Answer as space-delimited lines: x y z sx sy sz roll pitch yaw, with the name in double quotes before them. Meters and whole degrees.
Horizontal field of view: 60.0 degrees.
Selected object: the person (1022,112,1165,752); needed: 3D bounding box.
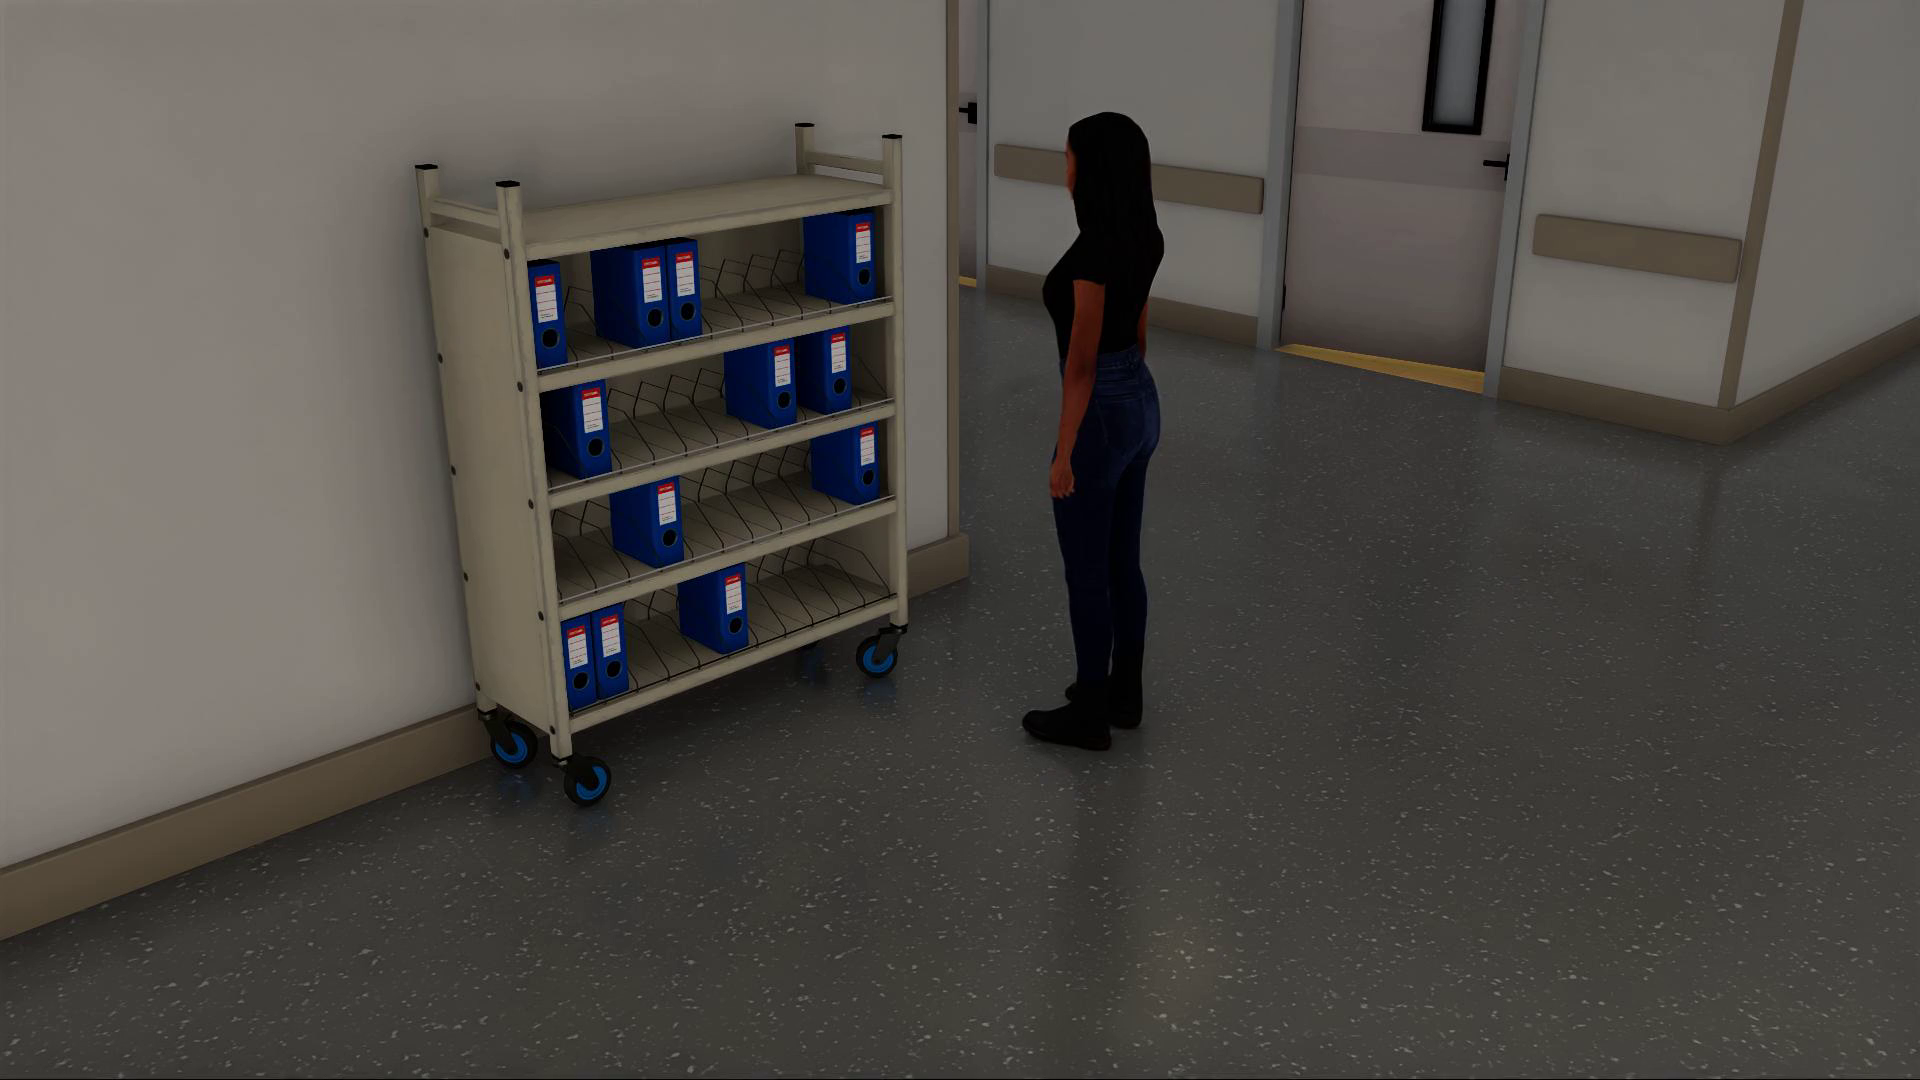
"person" 0.410 -0.272 4.519 0.684 1.735 0.558 11 23 27
